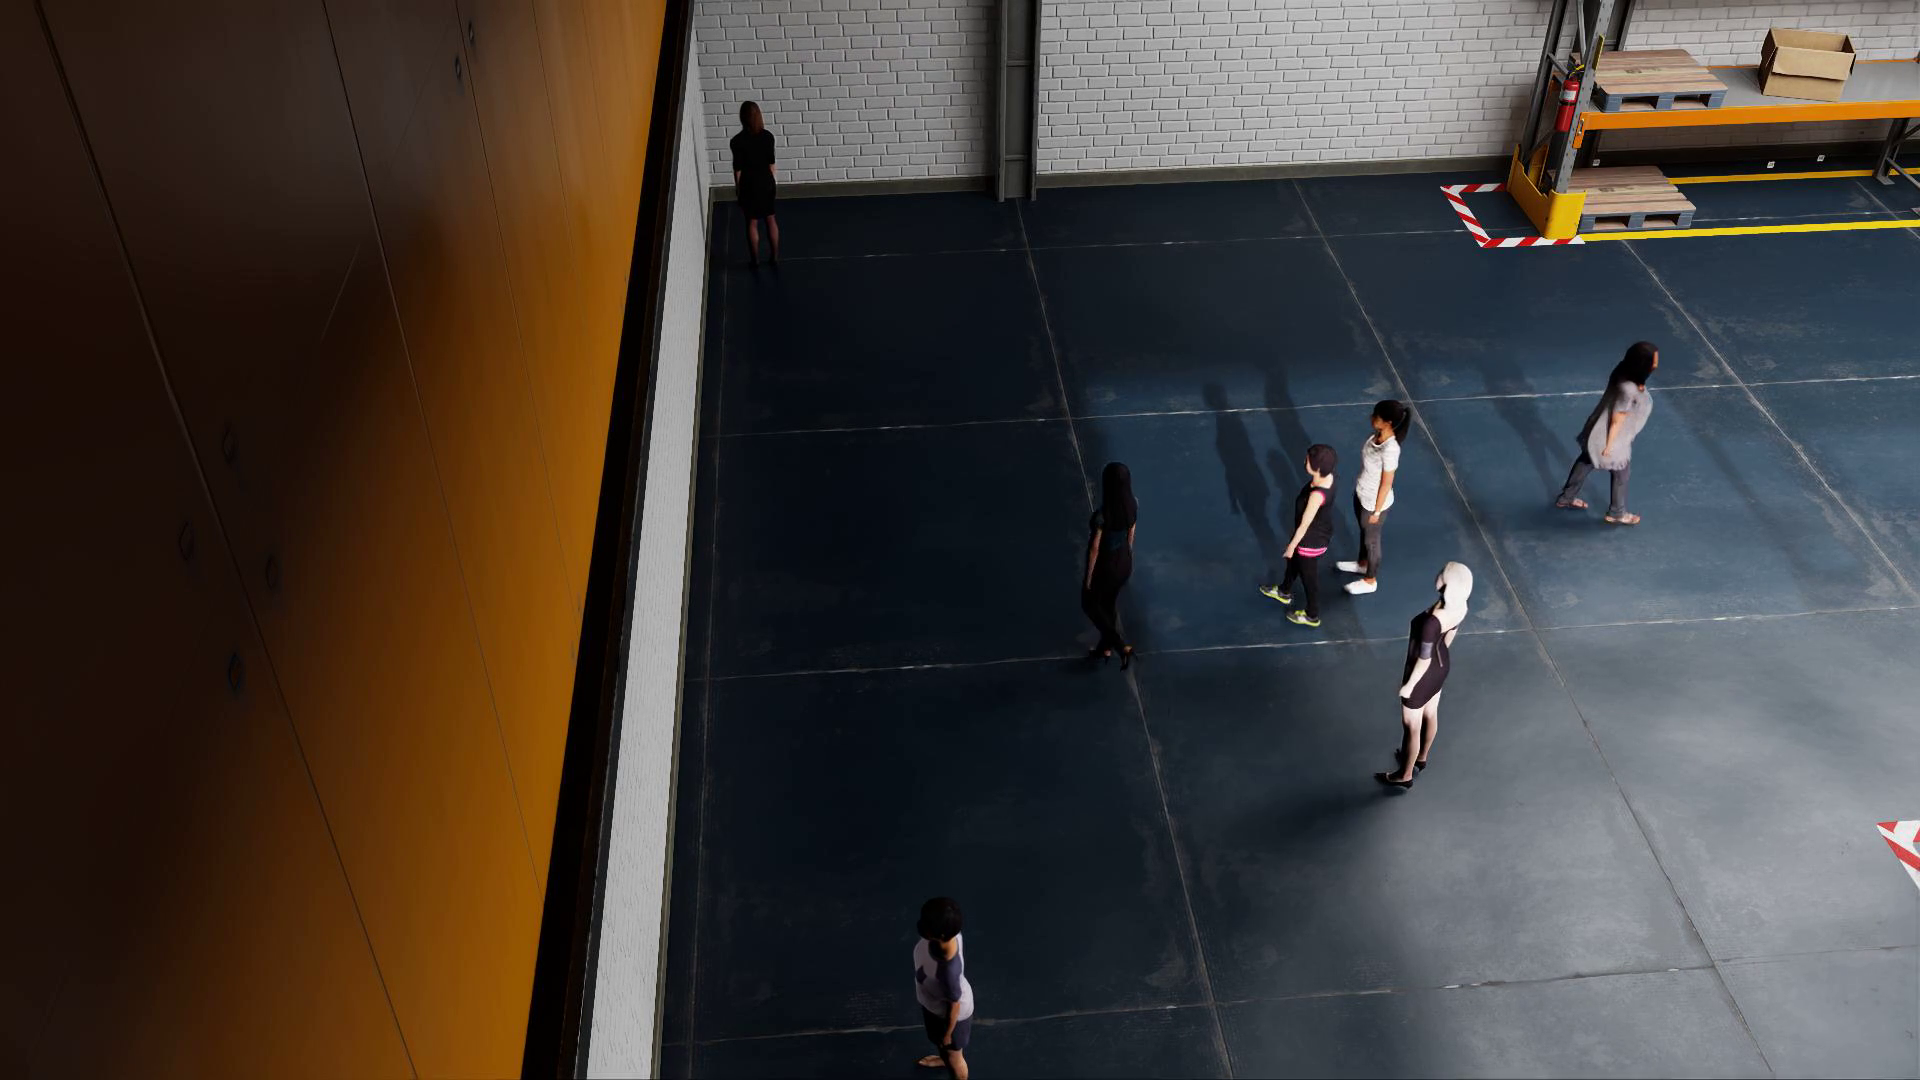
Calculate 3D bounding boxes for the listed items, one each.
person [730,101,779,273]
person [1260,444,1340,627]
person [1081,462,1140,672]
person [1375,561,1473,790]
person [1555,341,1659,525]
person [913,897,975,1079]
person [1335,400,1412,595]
[{"bbox_3d":[-1.929,-3.345,15.800,0.561,1.701,0.695,-18,42,-21],"label":"person"},{"bbox_3d":[2.557,-0.020,11.764,0.842,1.540,0.743,17,41,20],"label":"person"},{"bbox_3d":[1.064,0.244,11.284,0.789,1.728,0.829,-27,46,-30],"label":"person"},{"bbox_3d":[2.940,0.843,10.453,0.712,1.829,0.641,30,48,32],"label":"person"},{"bbox_3d":[4.915,-0.837,12.756,0.898,1.579,0.735,3,39,4],"label":"person"},{"bbox_3d":[-0.078,2.407,8.705,0.529,1.565,0.573,-5,39,-7],"label":"person"},{"bbox_3d":[3.008,-0.325,12.061,0.537,1.646,0.586,1,39,1],"label":"person"}]
